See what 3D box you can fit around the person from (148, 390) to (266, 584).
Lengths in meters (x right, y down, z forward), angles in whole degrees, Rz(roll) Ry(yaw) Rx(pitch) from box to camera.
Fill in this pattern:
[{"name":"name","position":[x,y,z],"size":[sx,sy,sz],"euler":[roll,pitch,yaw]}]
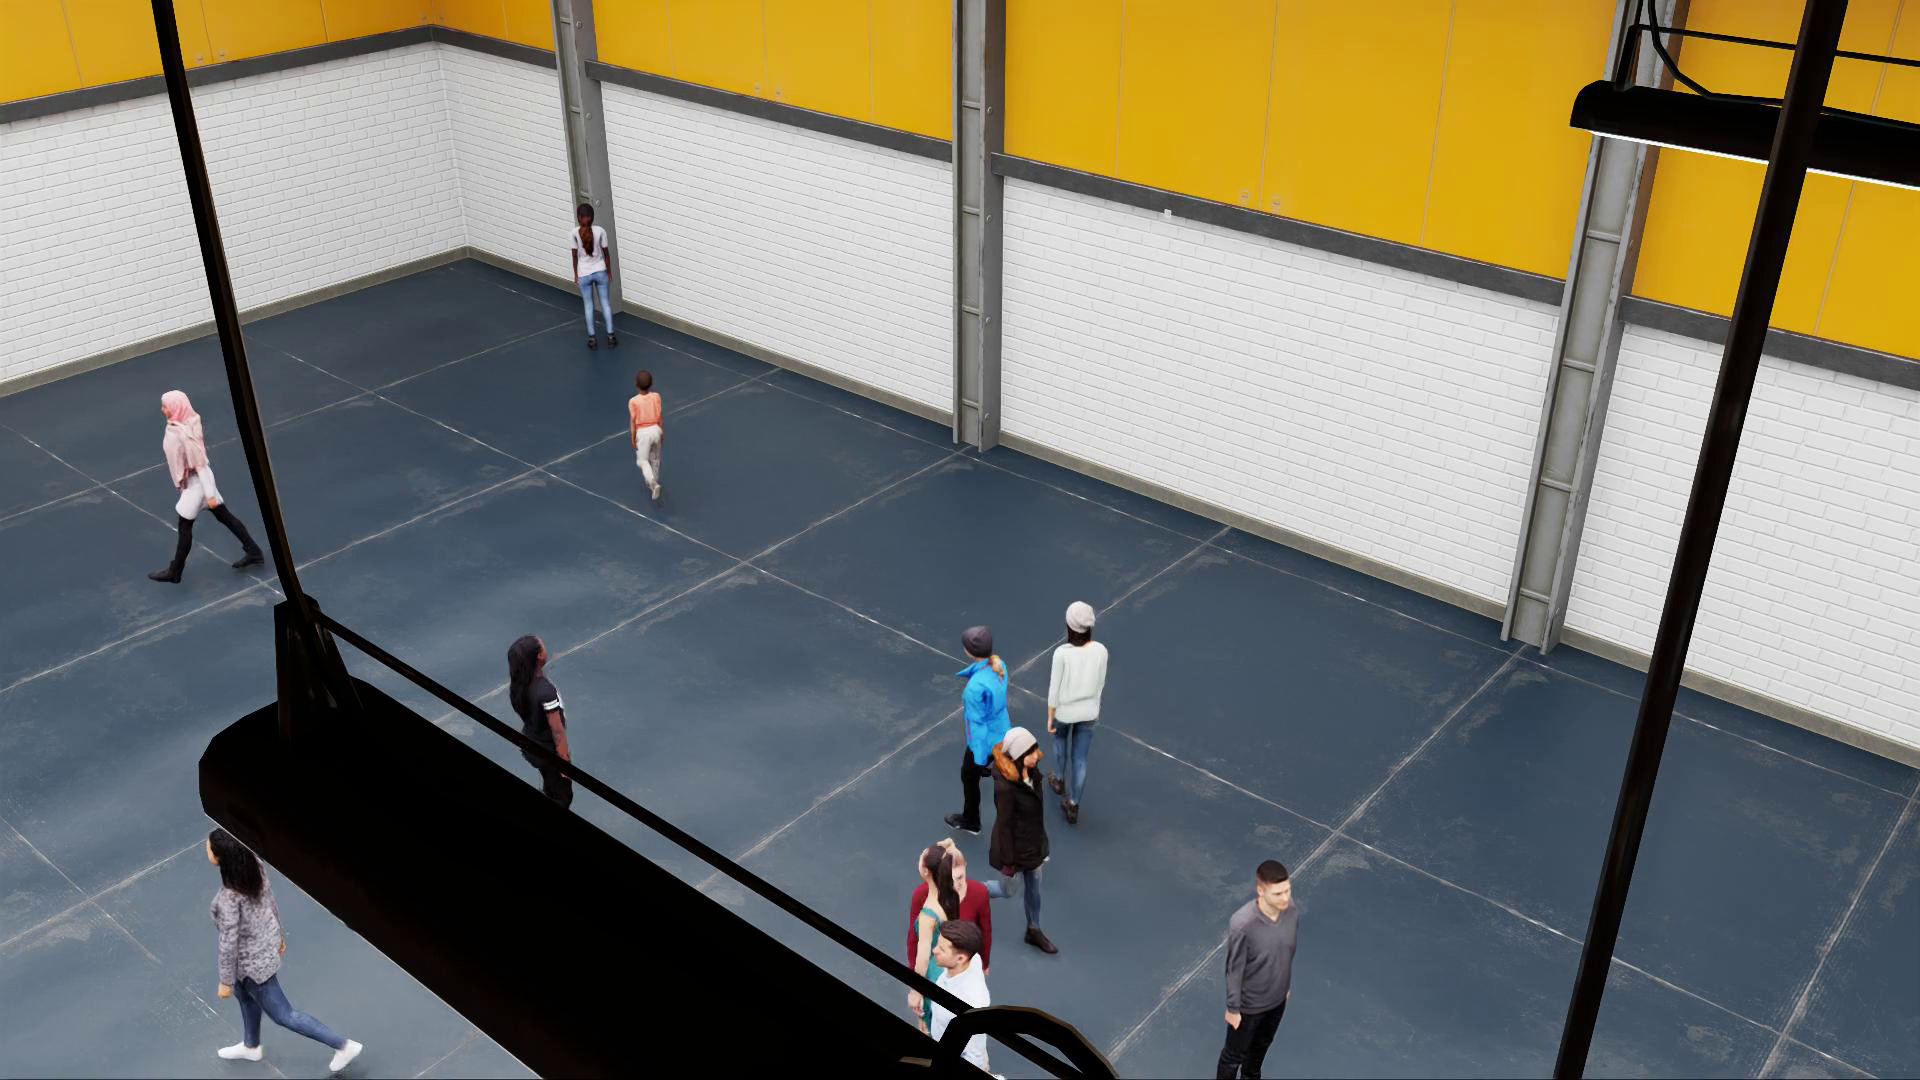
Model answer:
[{"name":"person","position":[-6.503,-0.460,14.442],"size":[1.049,1.746,1.204],"euler":[-12,31,-22]}]

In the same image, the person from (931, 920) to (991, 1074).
[{"name":"person","position":[-0.006,2.680,8.579],"size":[0.811,1.848,0.734],"euler":[-5,29,-10]}]

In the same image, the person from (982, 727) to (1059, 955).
[{"name":"person","position":[0.295,1.853,10.336],"size":[0.966,1.618,0.687],"euler":[17,33,28]}]

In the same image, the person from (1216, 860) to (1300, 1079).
[{"name":"person","position":[1.625,2.463,9.069],"size":[0.670,1.760,0.624],"euler":[-19,34,-30]}]

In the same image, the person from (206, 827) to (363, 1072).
[{"name":"person","position":[-3.867,2.352,9.332],"size":[1.182,1.702,1.075],"euler":[0,29,-1]}]

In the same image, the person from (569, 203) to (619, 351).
[{"name":"person","position":[-4.246,-3.053,19.224],"size":[0.662,1.719,0.686],"euler":[-8,30,-13]}]

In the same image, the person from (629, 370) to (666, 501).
[{"name":"person","position":[-2.965,-0.995,15.889],"size":[0.648,1.300,0.822],"euler":[-14,32,-24]}]

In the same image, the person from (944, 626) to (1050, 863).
[{"name":"person","position":[0.273,1.400,11.017],"size":[1.161,1.760,0.668],"euler":[21,35,34]}]

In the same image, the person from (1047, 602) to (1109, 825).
[{"name":"person","position":[0.828,1.231,11.471],"size":[0.856,1.622,0.941],"euler":[-7,29,-12]}]

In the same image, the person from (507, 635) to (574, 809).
[{"name":"person","position":[-2.738,1.394,11.051],"size":[0.738,1.738,0.591],"euler":[-16,32,-26]}]

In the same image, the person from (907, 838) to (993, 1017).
[{"name":"person","position":[-0.073,2.363,9.340],"size":[0.964,1.675,1.026],"euler":[-3,29,-6]}]

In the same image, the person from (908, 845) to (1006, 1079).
[{"name":"person","position":[-0.060,2.457,9.181],"size":[0.985,1.664,0.757],"euler":[9,30,16]}]
